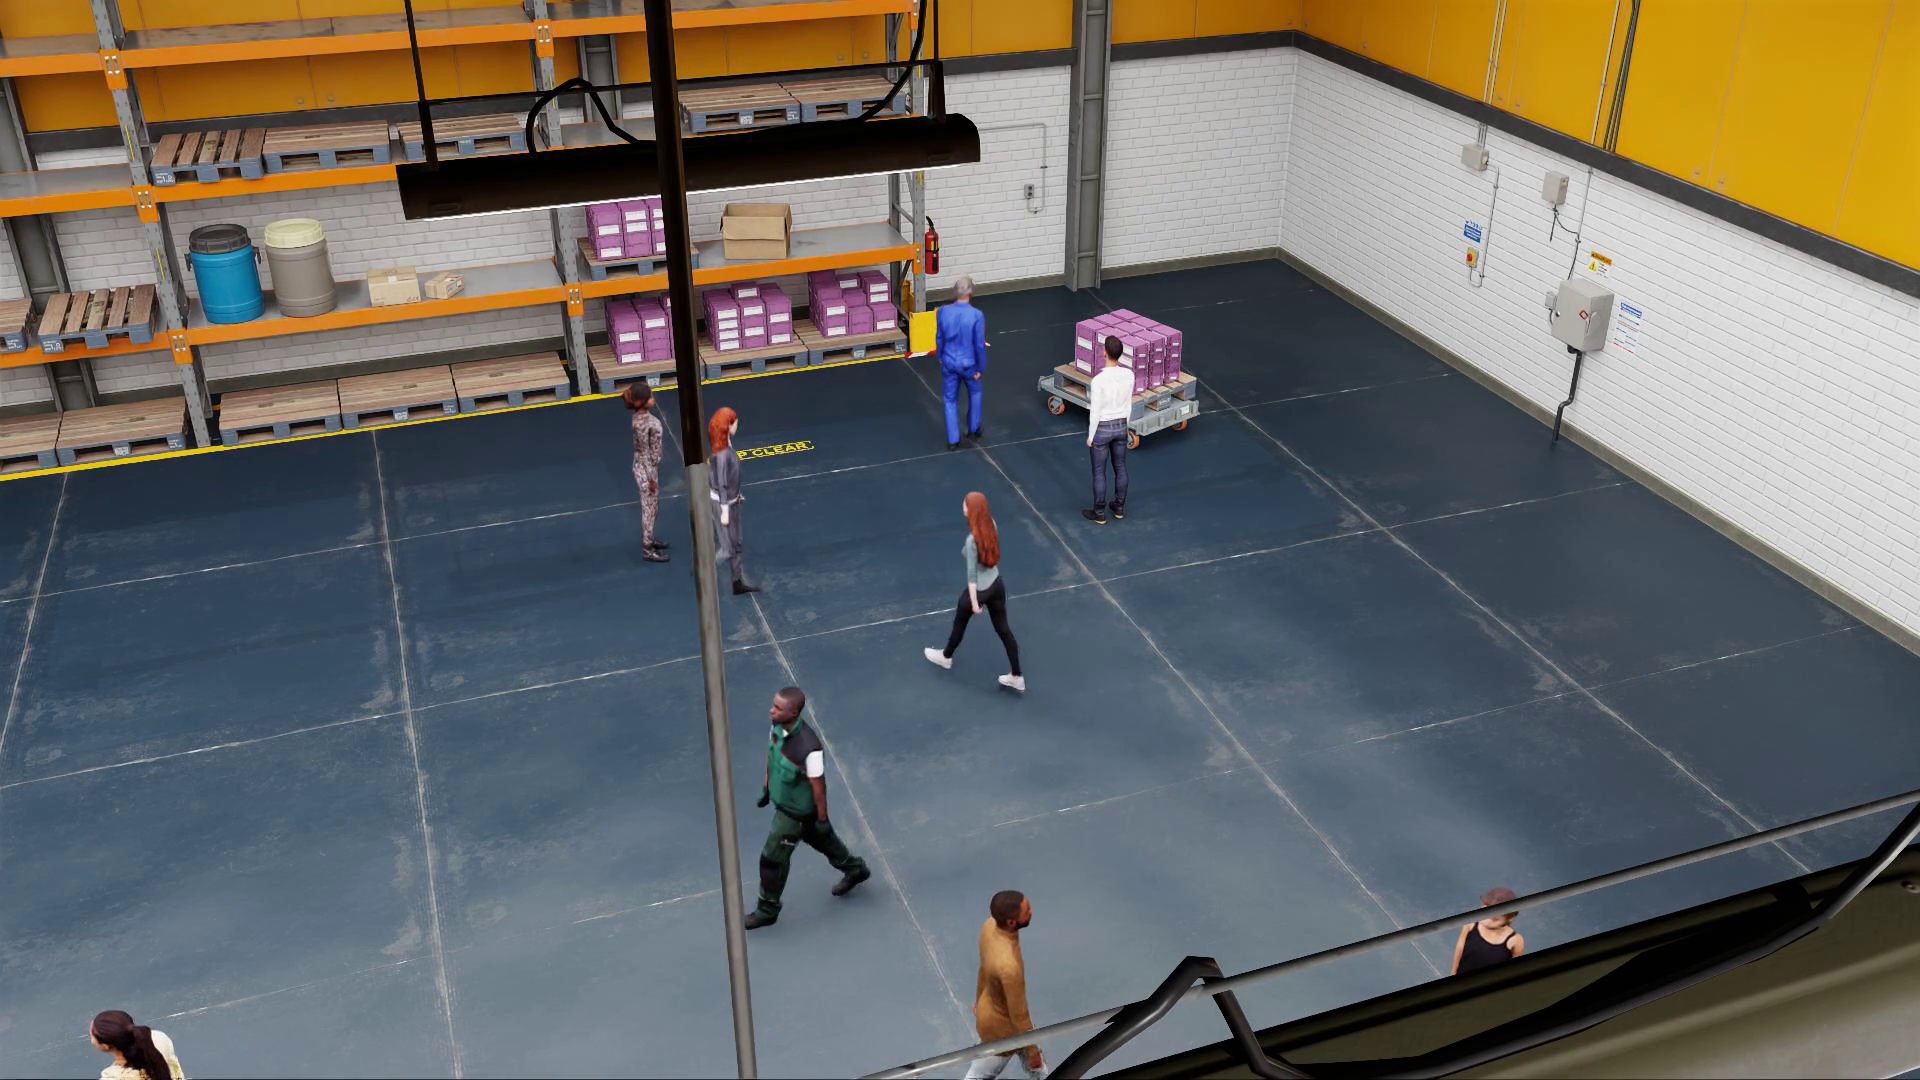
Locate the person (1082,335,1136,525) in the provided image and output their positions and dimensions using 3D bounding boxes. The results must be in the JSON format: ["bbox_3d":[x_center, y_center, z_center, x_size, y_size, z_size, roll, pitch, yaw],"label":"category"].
[{"bbox_3d":[1.419,-1.040,15.713,0.550,1.868,0.698,-14,31,-23],"label":"person"}]

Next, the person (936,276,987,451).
[{"bbox_3d":[-0.024,-1.774,17.124,0.946,1.806,1.004,7,29,12],"label":"person"}]

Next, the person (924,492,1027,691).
[{"bbox_3d":[0.259,0.444,13.180,1.079,1.689,1.166,20,34,32],"label":"person"}]

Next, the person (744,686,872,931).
[{"bbox_3d":[-0.972,1.689,10.786,1.232,1.795,0.737,-13,31,-22],"label":"person"}]

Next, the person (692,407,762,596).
[{"bbox_3d":[-2.112,-0.295,14.467,0.886,1.754,0.738,-1,29,-2],"label":"person"}]

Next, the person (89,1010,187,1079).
[{"bbox_3d":[-4.074,3.050,8.487,1.077,1.609,0.965,7,29,13],"label":"person"}]

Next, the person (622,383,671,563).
[{"bbox_3d":[-2.844,-0.630,15.121,0.609,1.715,0.620,-4,29,-7],"label":"person"}]

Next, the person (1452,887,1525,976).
[{"bbox_3d":[2.940,2.568,9.417,0.625,1.564,0.660,20,34,32],"label":"person"}]

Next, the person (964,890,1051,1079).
[{"bbox_3d":[0.139,2.648,9.048,1.221,1.776,0.851,-3,29,-6],"label":"person"}]
